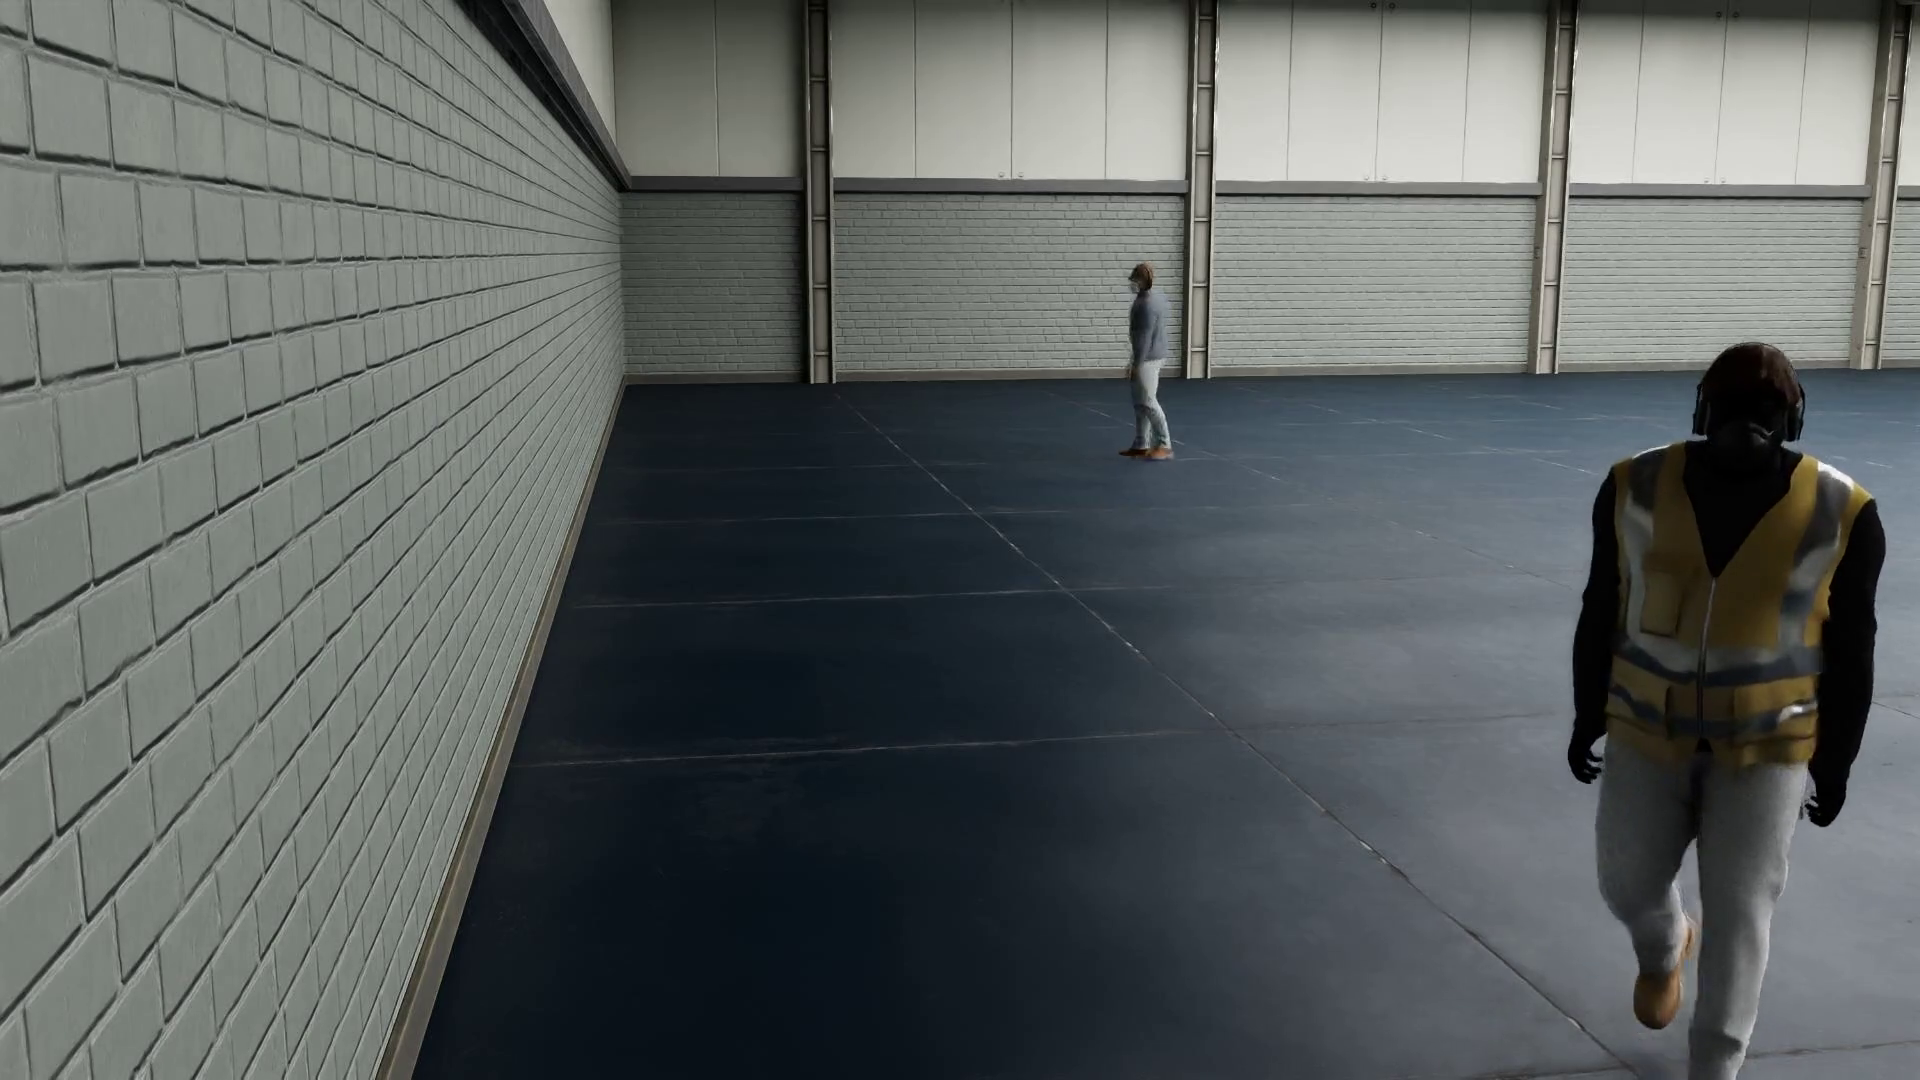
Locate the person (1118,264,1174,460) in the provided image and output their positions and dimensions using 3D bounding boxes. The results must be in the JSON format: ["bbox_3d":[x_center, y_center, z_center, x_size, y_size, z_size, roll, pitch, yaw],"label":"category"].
[{"bbox_3d":[1.829,-1.721,16.207,0.429,1.919,0.696,0,10,0],"label":"person"}]

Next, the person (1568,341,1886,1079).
[{"bbox_3d":[1.769,0.446,3.895,0.641,1.828,0.579,6,12,31],"label":"person"}]
